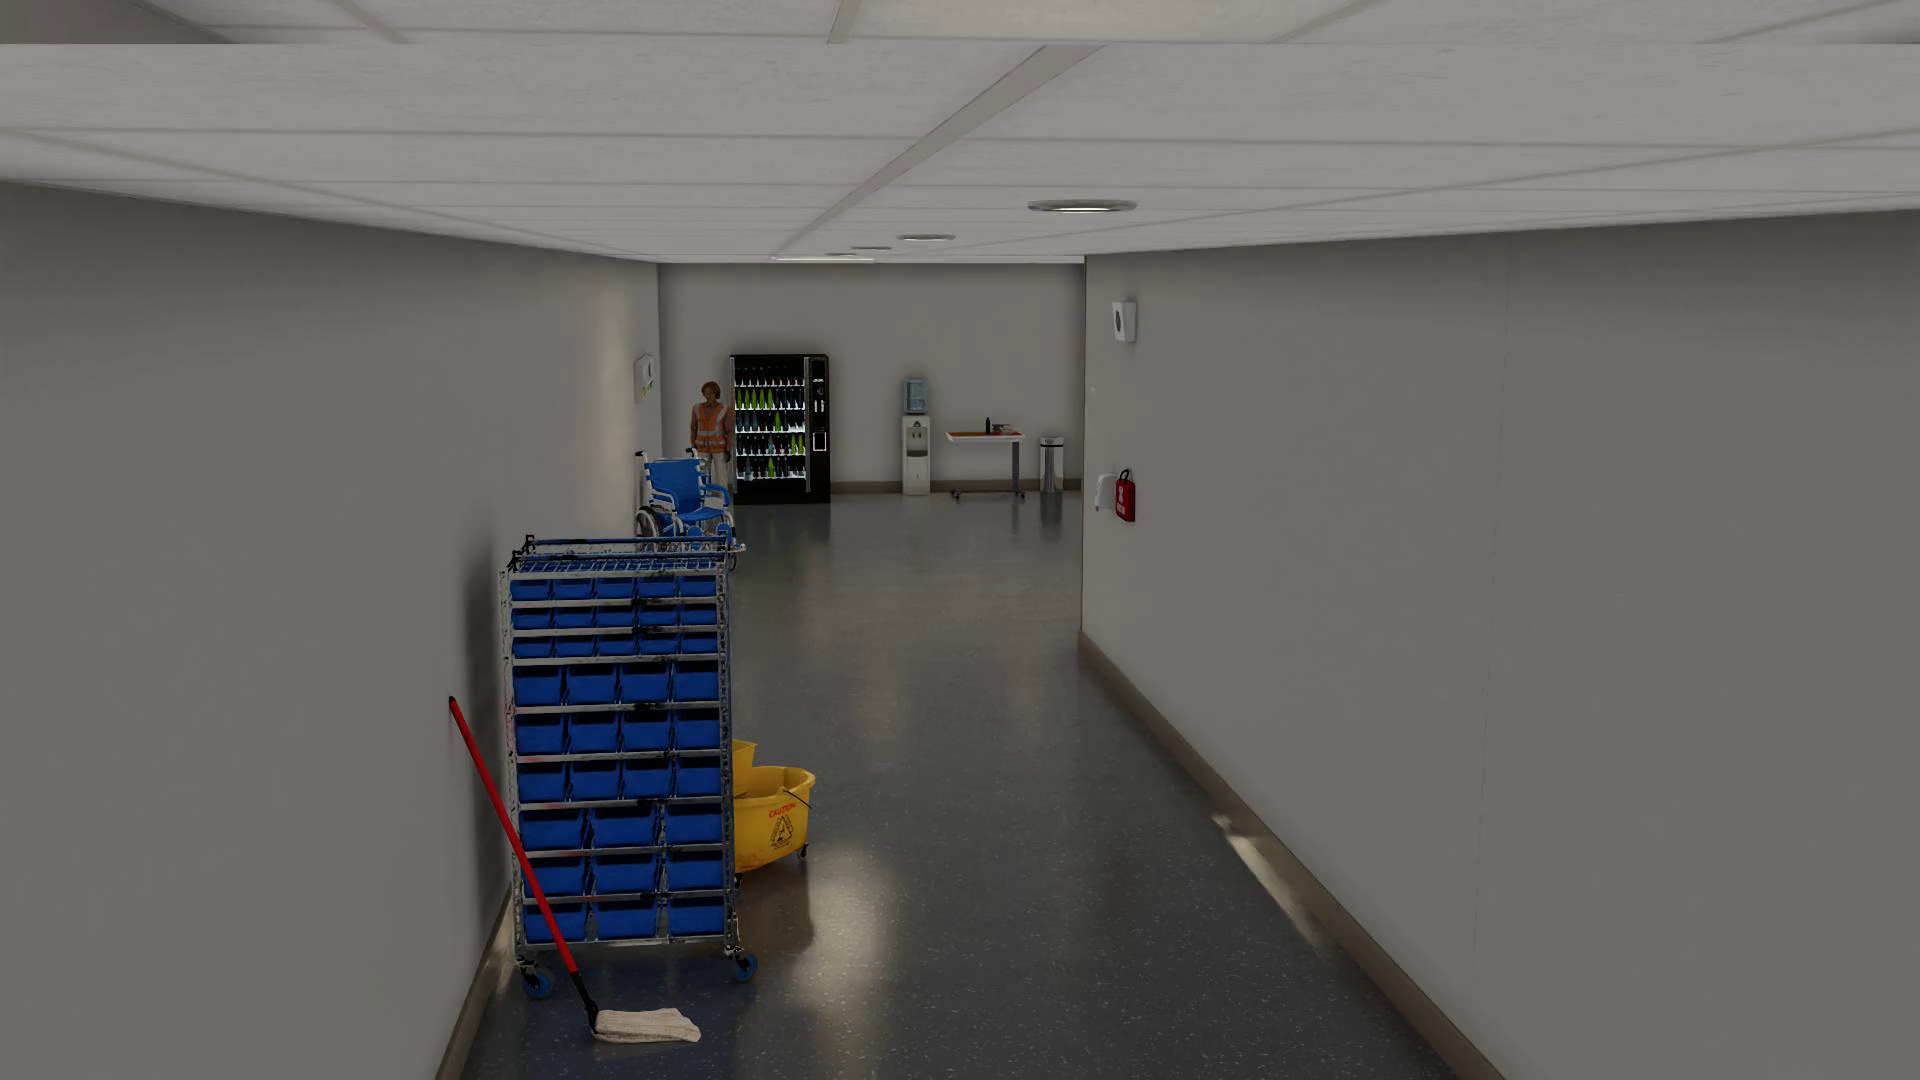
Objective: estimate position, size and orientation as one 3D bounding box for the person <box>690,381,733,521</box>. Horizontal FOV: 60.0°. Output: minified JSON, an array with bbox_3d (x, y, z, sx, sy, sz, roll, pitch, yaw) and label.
[{"bbox_3d":[-2.902,-1.036,19.443,0.513,1.638,0.307,2,9,10],"label":"person"}]
